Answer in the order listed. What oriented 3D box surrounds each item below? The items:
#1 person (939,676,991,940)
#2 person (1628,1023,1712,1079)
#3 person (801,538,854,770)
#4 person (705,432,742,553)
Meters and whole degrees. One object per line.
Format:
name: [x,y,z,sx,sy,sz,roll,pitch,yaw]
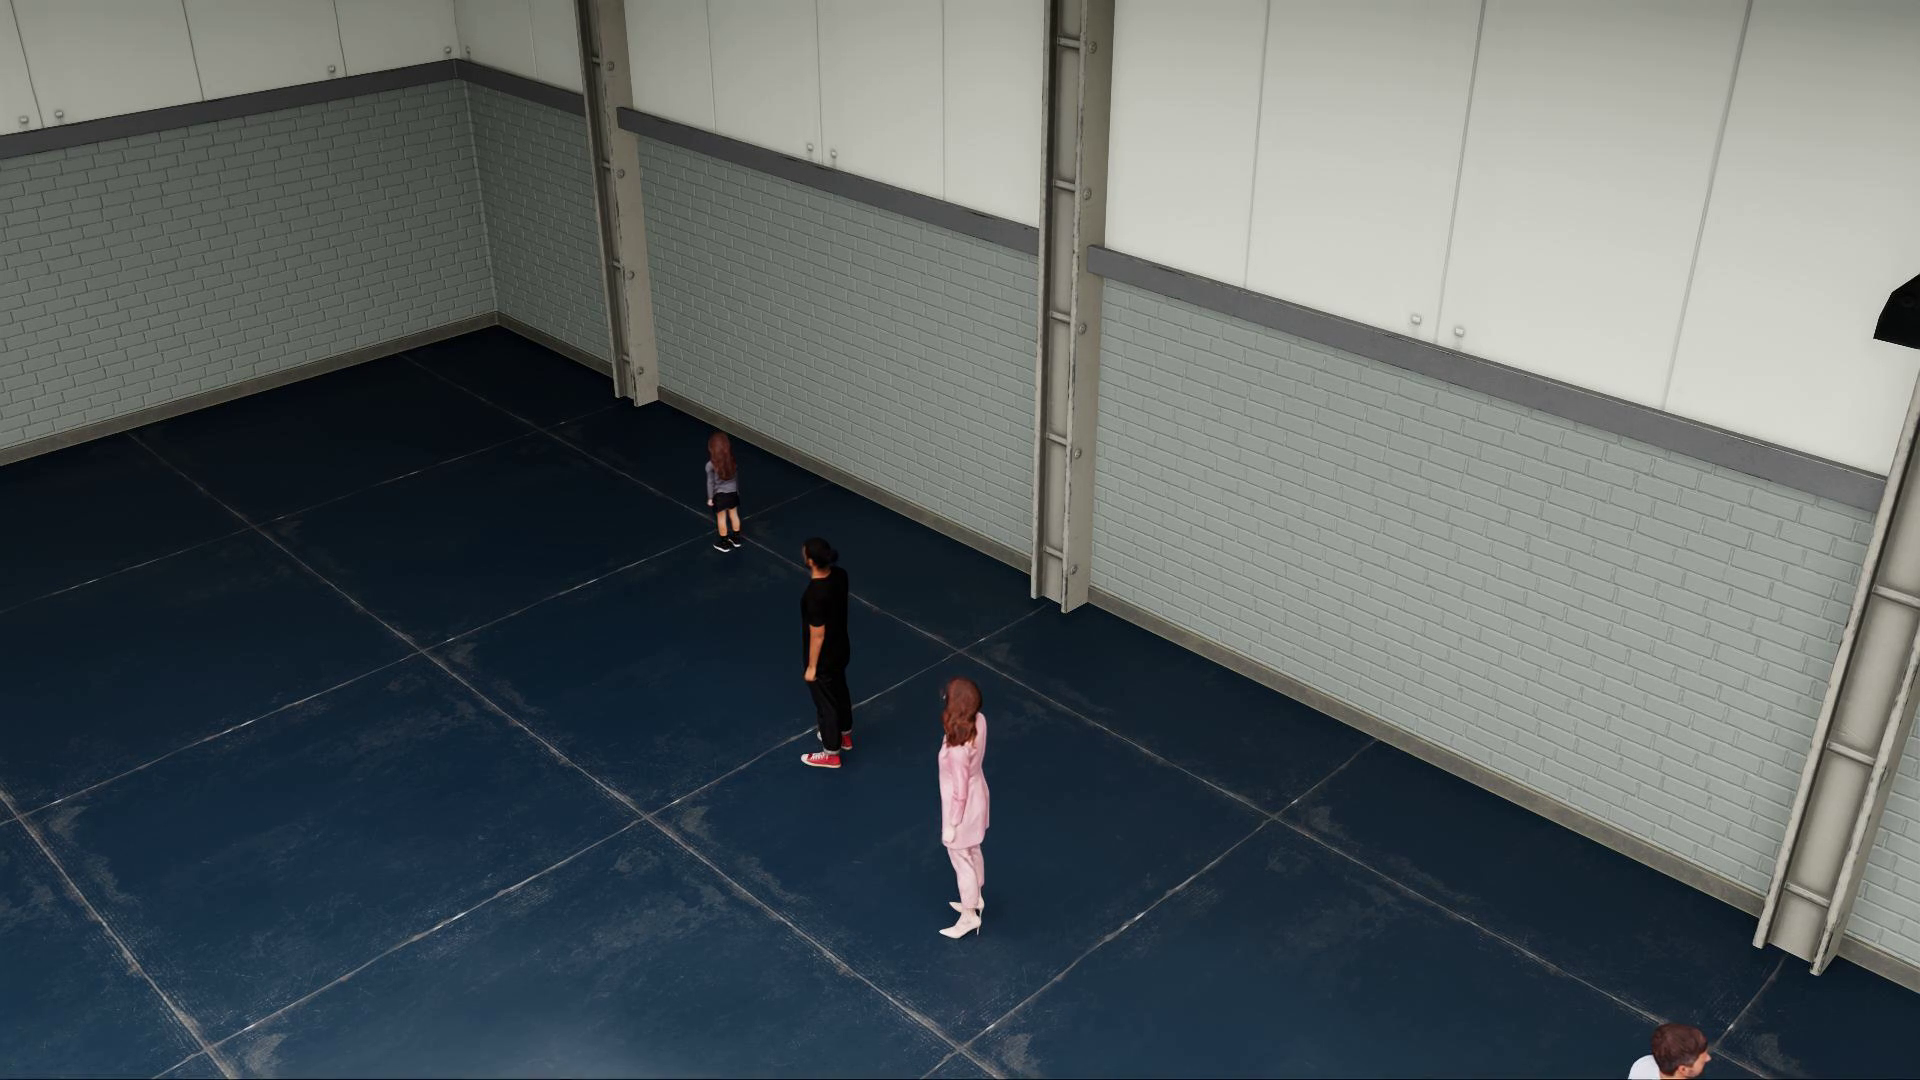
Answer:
person: [0.034,1.585,9.860,0.686,1.803,0.690,8,29,14]
person: [3.036,2.872,7.378,0.776,1.865,0.701,-2,28,-3]
person: [-0.914,0.763,11.454,0.697,1.756,0.709,10,30,18]
person: [-2.041,-0.430,14.387,0.479,1.105,0.453,-22,35,-35]
